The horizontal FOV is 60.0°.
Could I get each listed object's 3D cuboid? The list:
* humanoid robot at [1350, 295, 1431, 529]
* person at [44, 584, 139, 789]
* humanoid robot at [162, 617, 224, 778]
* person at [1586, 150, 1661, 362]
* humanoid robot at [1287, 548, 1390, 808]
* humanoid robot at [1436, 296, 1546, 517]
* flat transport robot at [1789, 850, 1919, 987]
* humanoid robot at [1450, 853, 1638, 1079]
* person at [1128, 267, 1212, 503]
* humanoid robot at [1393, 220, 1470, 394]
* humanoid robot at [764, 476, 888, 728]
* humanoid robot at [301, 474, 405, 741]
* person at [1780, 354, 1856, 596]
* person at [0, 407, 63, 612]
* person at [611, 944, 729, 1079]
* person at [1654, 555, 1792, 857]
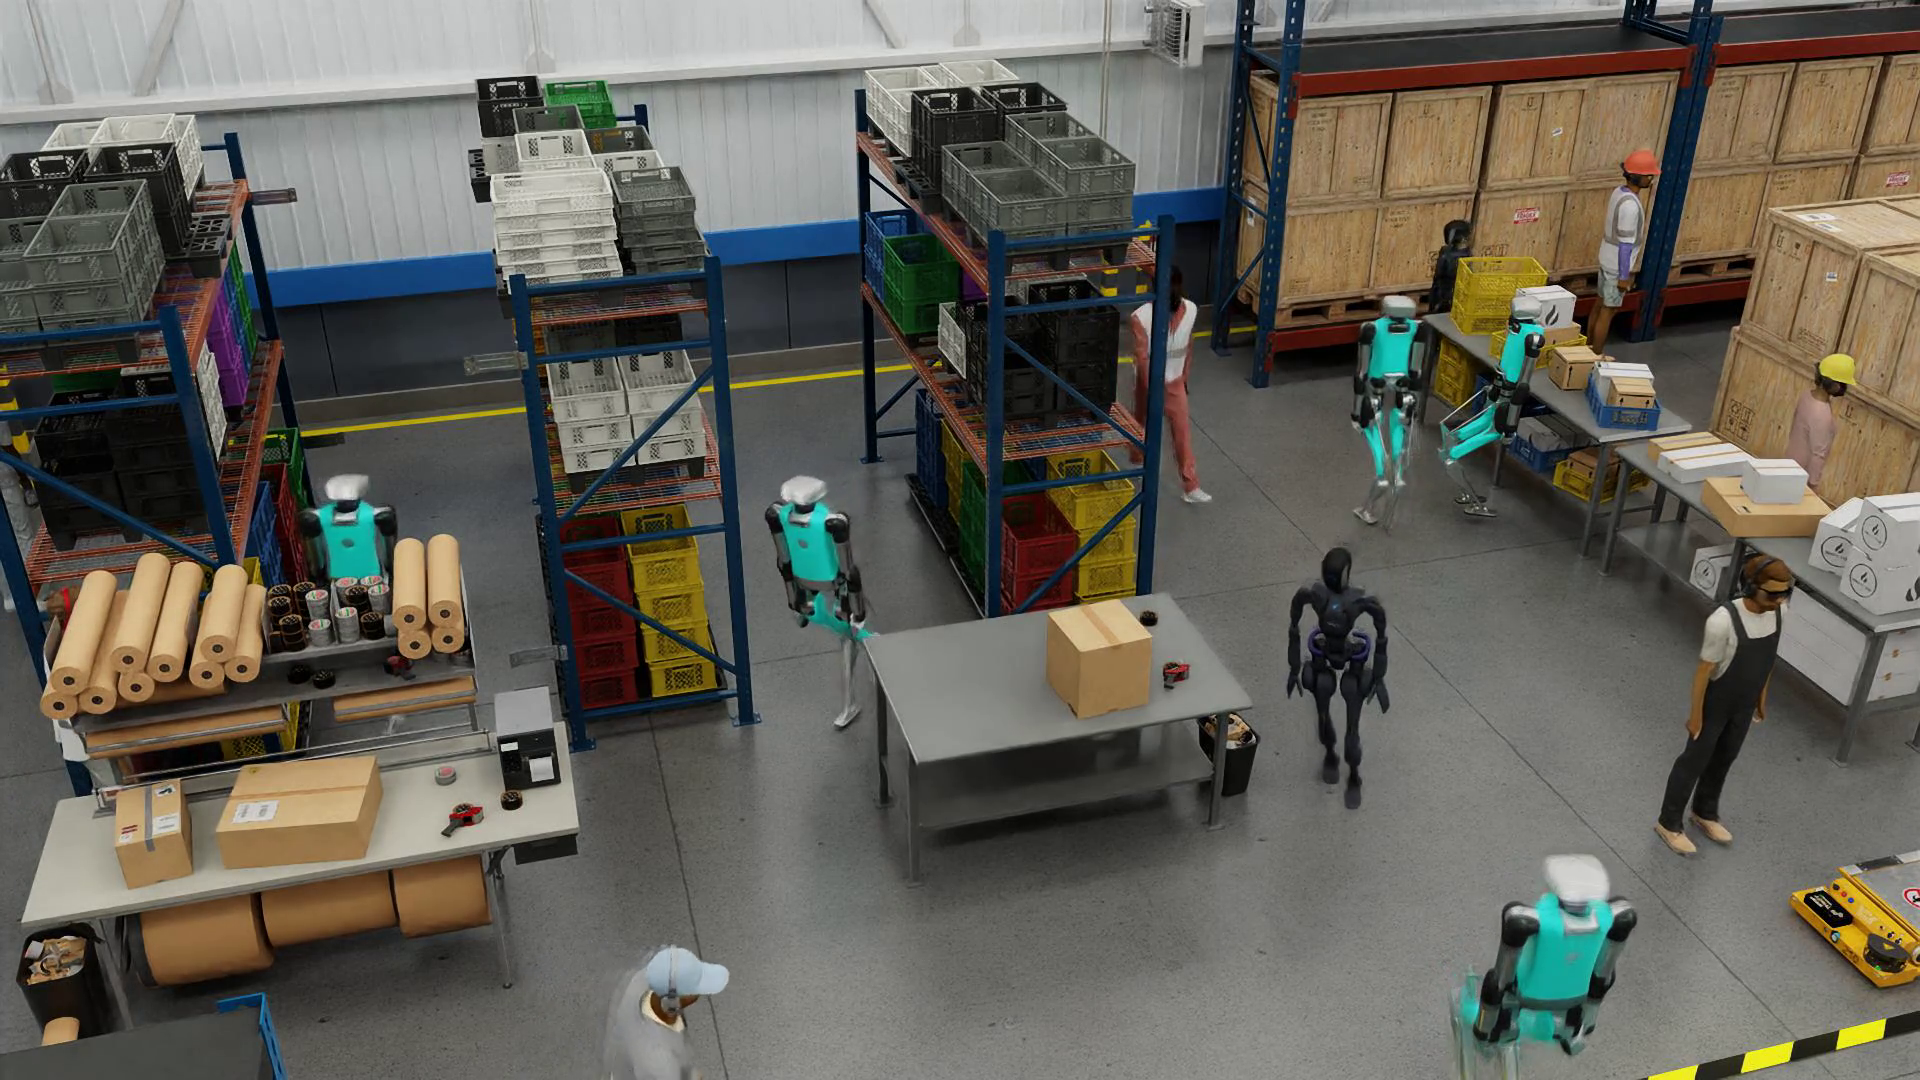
[{"bbox_3d":[3.181,-0.808,12.218,0.556,1.895,0.692,-4,29,-7],"label":"humanoid robot"},{"bbox_3d":[-4.440,1.059,8.596,0.373,1.842,0.568,-21,35,-33],"label":"person"},{"bbox_3d":[-4.026,1.095,8.757,0.753,1.614,0.584,-25,37,-38],"label":"humanoid robot"},{"bbox_3d":[5.872,-2.460,14.796,0.375,2.045,0.604,5,29,8],"label":"person"},{"bbox_3d":[2.154,0.723,9.404,0.609,1.630,0.524,11,31,18],"label":"humanoid robot"},{"bbox_3d":[3.840,-0.985,12.289,0.735,1.677,0.533,1,29,1],"label":"humanoid robot"},{"bbox_3d":[5.163,1.916,8.676,1.431,0.231,0.659,-8,30,-14],"label":"flat transport robot"},{"bbox_3d":[2.379,1.887,7.064,0.533,1.677,0.735,-3,29,-5],"label":"humanoid robot"},{"bbox_3d":[1.574,-1.174,12.641,0.587,1.861,1.026,-12,31,-20],"label":"person"},{"bbox_3d":[4.125,-1.923,14.228,0.739,1.633,0.592,-5,29,-10],"label":"humanoid robot"},{"bbox_3d":[-0.730,0.343,10.097,0.578,1.839,0.879,12,31,21],"label":"humanoid robot"},{"bbox_3d":[-3.582,0.306,10.107,0.573,1.777,0.840,-5,29,-9],"label":"humanoid robot"},{"bbox_3d":[5.808,-0.453,11.439,0.325,1.760,0.523,5,29,9],"label":"person"},{"bbox_3d":[-6.465,-0.367,11.174,0.529,1.863,0.310,4,29,7],"label":"person"},{"bbox_3d":[-1.266,2.282,6.432,0.874,1.796,0.606,-10,30,-18],"label":"person"},{"bbox_3d":[4.122,0.880,8.934,0.505,1.838,0.340,-12,31,-20],"label":"person"}]
